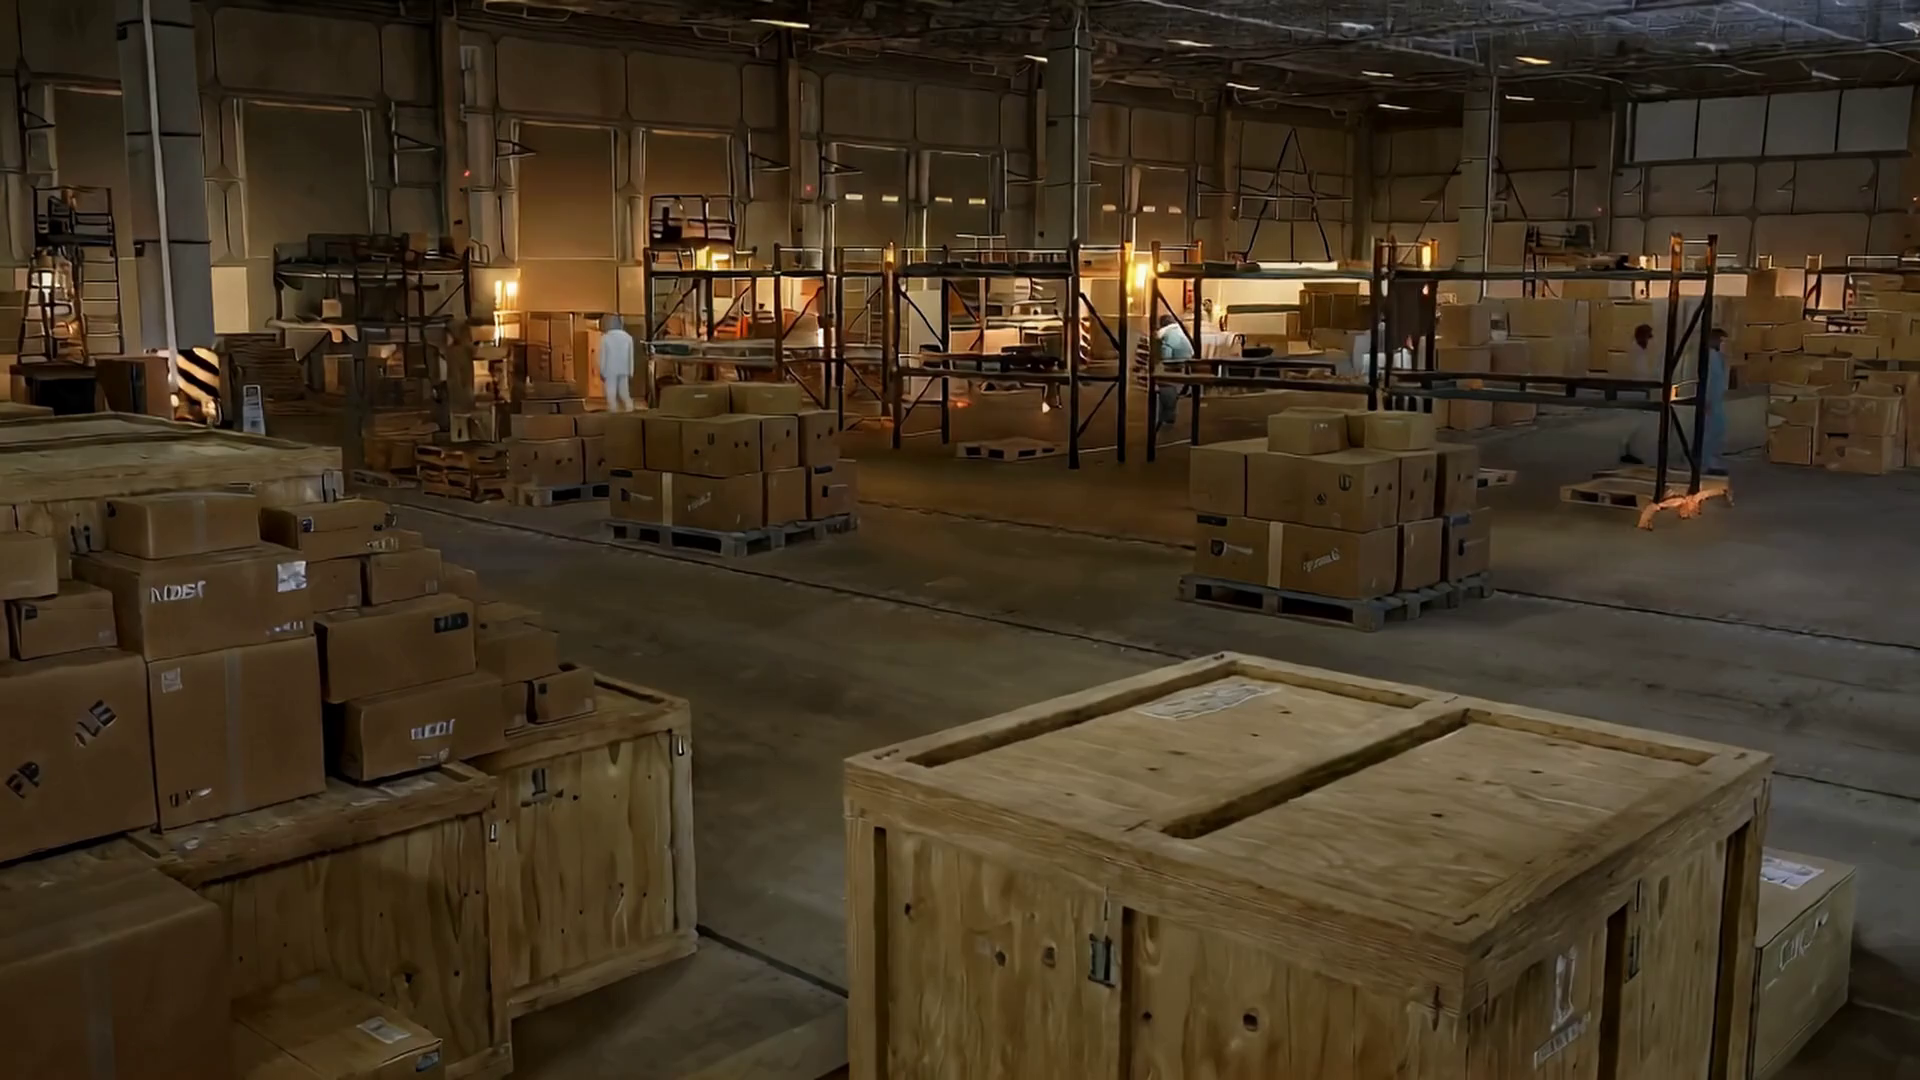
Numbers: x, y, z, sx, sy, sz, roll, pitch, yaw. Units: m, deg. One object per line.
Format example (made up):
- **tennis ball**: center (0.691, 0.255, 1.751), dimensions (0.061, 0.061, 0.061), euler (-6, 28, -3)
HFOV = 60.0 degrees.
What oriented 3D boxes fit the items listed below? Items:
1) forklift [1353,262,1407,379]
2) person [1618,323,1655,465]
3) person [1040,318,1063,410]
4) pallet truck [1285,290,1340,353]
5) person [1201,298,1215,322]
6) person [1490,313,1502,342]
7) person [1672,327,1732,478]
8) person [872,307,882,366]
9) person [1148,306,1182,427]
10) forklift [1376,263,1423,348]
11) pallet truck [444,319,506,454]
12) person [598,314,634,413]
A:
- **forklift**: center (10.471, -5.274, 39.878), dimensions (1.873, 2.768, 1.129), euler (3, 10, 17)
- **person**: center (9.164, -1.964, 22.515), dimensions (0.449, 1.920, 0.653), euler (7, 12, 37)
- **person**: center (1.746, -3.326, 31.435), dimensions (0.485, 1.739, 0.319), euler (-5, 11, -30)
- **pallet truck**: center (11.297, -6.951, 52.861), dimensions (1.885, 1.965, 0.823), euler (-5, 11, -29)
- **person**: center (6.142, -5.051, 41.425), dimensions (0.385, 1.929, 0.547), euler (4, 10, 22)
- **person**: center (9.533, -3.114, 29.737), dimensions (1.001, 1.874, 0.607), euler (8, 12, 40)
- **person**: center (9.539, -1.757, 21.232), dimensions (0.669, 1.925, 0.642), euler (6, 11, 34)
- **person**: center (-2.183, -5.393, 44.439), dimensions (0.314, 1.632, 0.525), euler (-1, 9, -6)
- **person**: center (3.439, -2.939, 28.130), dimensions (0.538, 2.000, 0.689), euler (-2, 9, -13)
- **forklift**: center (12.602, -6.390, 46.722), dimensions (1.129, 2.768, 1.873), euler (-8, 12, -41)
- **pallet truck**: center (-6.981, -1.942, 22.150), dimensions (1.885, 1.965, 0.823), euler (1, 9, 9)
- **person**: center (-5.615, -2.747, 27.320), dimensions (0.645, 1.925, 0.614), euler (-8, 12, -40)
